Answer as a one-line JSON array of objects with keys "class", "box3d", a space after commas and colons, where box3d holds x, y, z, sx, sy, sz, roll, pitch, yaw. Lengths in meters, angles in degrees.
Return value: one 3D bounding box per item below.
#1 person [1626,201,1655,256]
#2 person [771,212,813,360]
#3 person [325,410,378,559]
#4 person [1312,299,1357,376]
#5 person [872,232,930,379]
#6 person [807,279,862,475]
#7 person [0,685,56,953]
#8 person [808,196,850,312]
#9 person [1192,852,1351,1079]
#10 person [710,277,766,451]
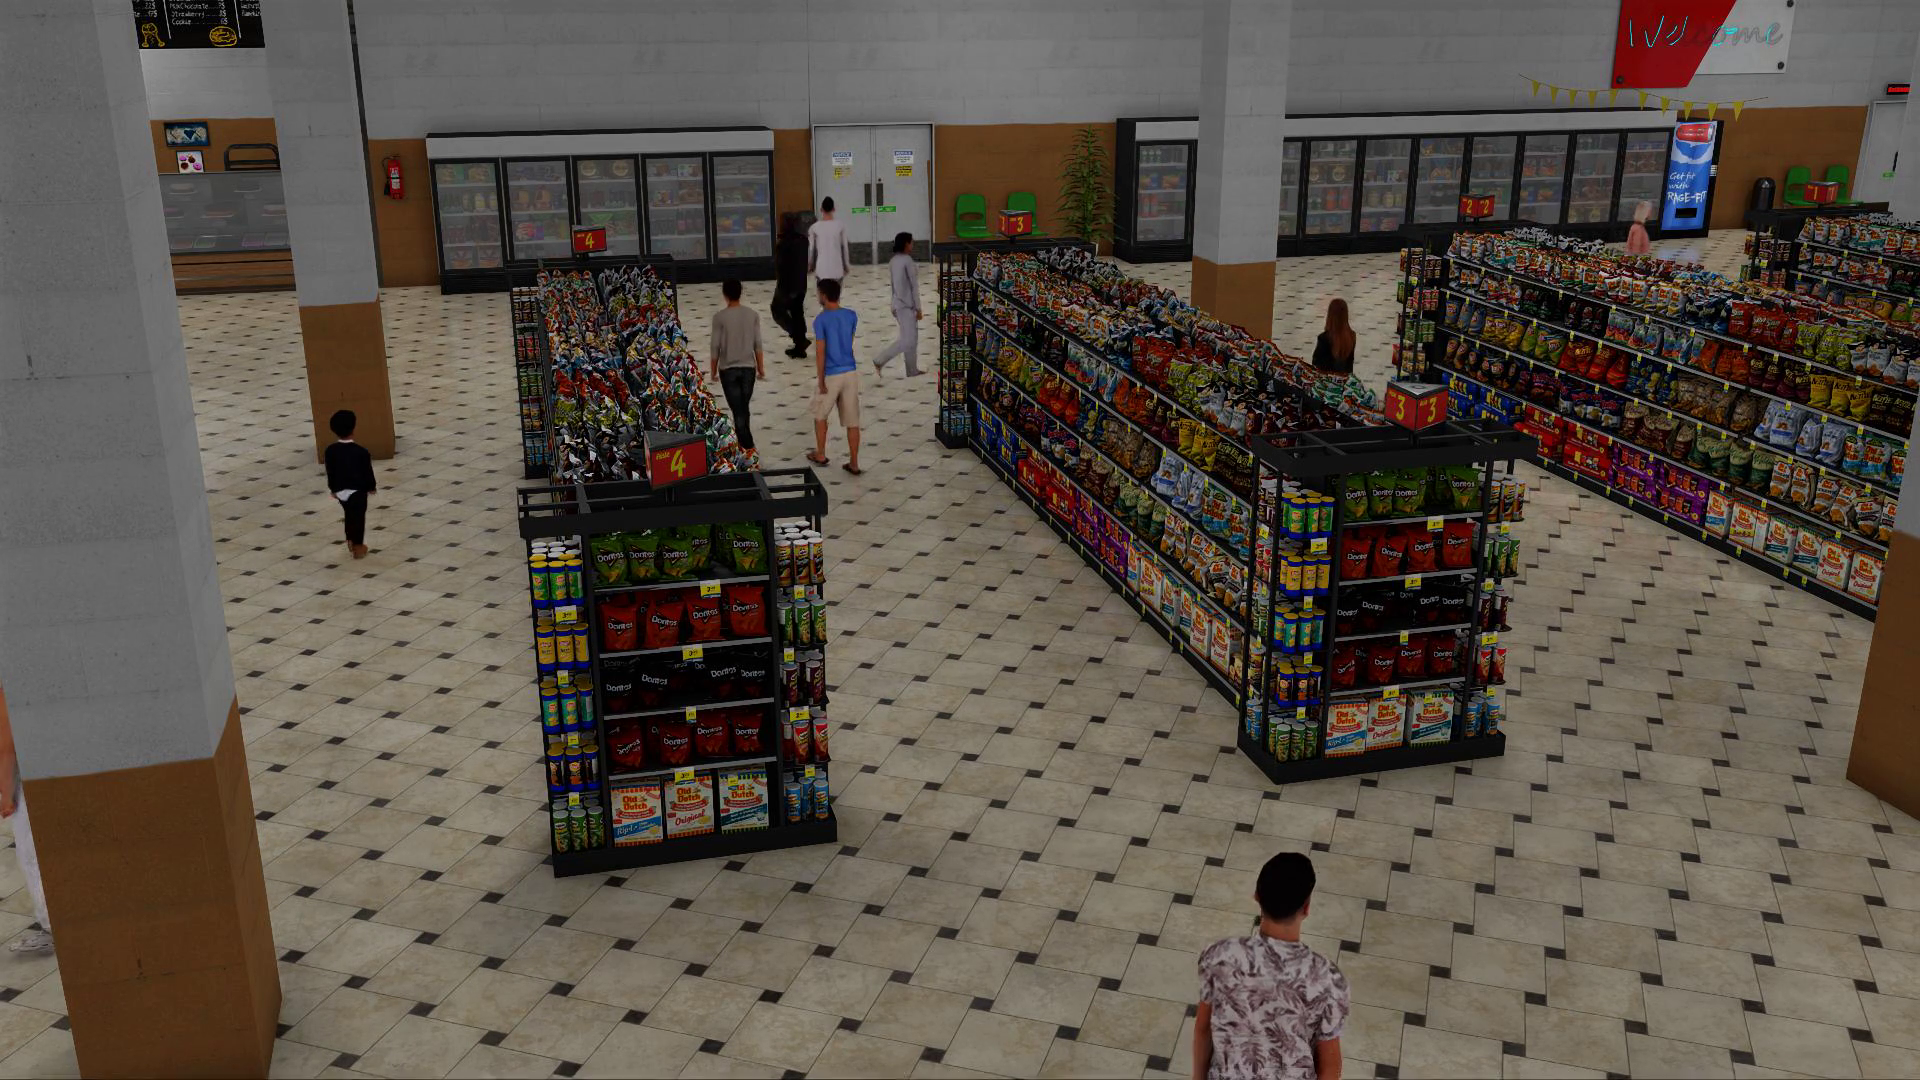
[{"class": "person", "box3d": [8.959, -3.665, 22.259, 0.766, 1.715, 0.679, 5, 19, 13]}, {"class": "person", "box3d": [-1.991, -3.116, 20.488, 0.961, 1.806, 0.902, 11, 22, 31]}, {"class": "person", "box3d": [-4.945, -0.434, 13.456, 0.560, 1.216, 0.577, 0, 19, 1]}, {"class": "person", "box3d": [3.518, -1.398, 15.580, 0.674, 1.685, 0.972, -8, 20, -21]}, {"class": "person", "box3d": [-0.717, -2.699, 19.397, 0.834, 1.711, 1.014, -10, 21, -28]}, {"class": "person", "box3d": [-1.103, -1.515, 15.696, 0.814, 1.834, 1.039, -10, 21, -28]}, {"class": "person", "box3d": [-4.426, 1.163, 8.038, 0.878, 1.650, 0.760, 3, 19, 8]}, {"class": "person", "box3d": [-1.702, -3.528, 21.724, 0.756, 1.797, 1.116, -3, 19, -8]}, {"class": "person", "box3d": [1.005, 1.920, 5.576, 1.075, 1.790, 1.174, 8, 20, 23]}, {"class": "person", "box3d": [-2.122, -1.595, 16.042, 0.784, 1.763, 1.211, -8, 20, -22]}]
